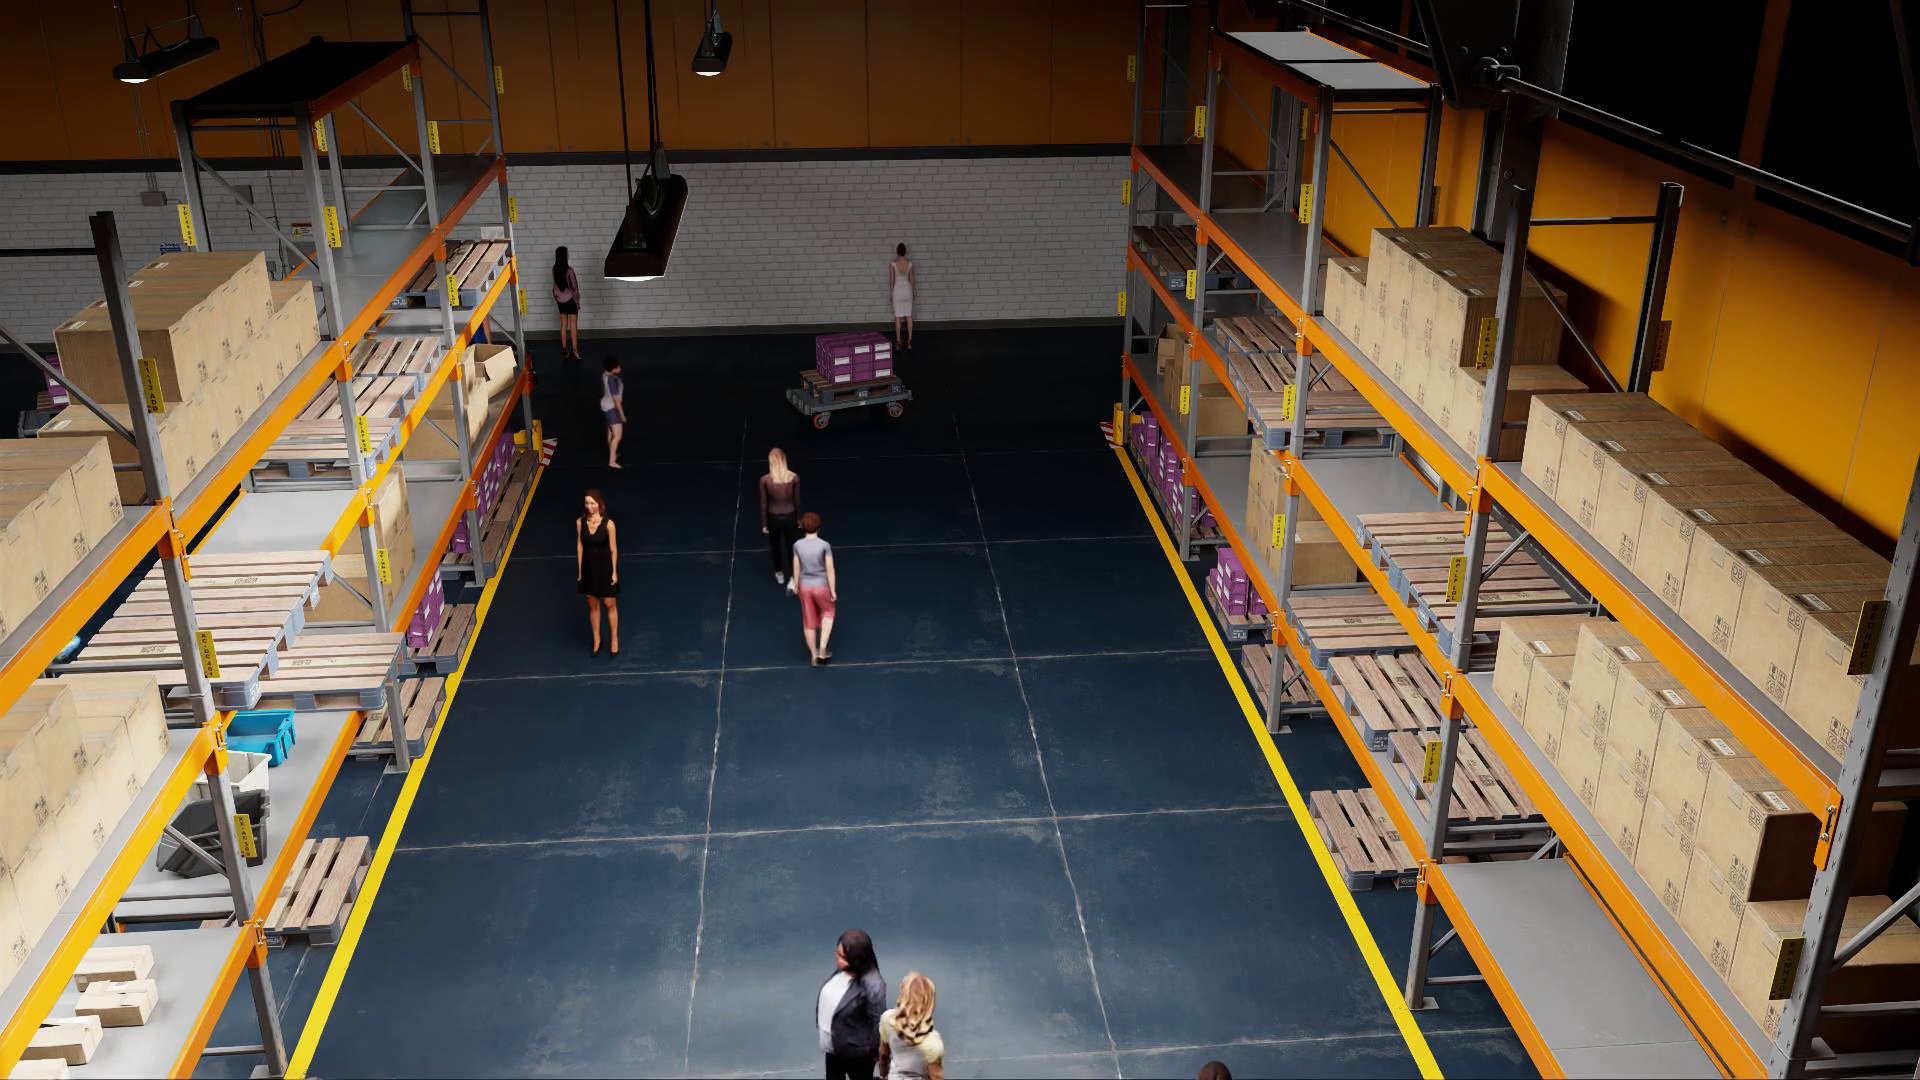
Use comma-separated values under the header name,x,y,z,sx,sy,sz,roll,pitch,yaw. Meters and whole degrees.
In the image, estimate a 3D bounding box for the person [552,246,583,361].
name,x,y,z,sx,sy,sz,roll,pitch,yaw
person,-6.220,-3.745,26.316,0.707,1.811,0.712,11,26,24

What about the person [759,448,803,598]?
name,x,y,z,sx,sy,sz,roll,pitch,yaw
person,-1.946,-0.178,18.321,0.682,1.679,1.086,-4,24,-10

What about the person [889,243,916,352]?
name,x,y,z,sx,sy,sz,roll,pitch,yaw
person,-0.925,-3.921,26.753,0.594,1.784,0.529,-5,24,-12

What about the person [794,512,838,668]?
name,x,y,z,sx,sy,sz,roll,pitch,yaw
person,-1.482,0.535,16.735,0.676,1.643,0.677,4,24,8

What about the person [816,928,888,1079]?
name,x,y,z,sx,sy,sz,roll,pitch,yaw
person,-0.617,3.181,10.768,0.984,1.575,0.994,-14,27,-29

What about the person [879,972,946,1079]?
name,x,y,z,sx,sy,sz,roll,pitch,yaw
person,-0.342,3.406,10.074,0.858,1.718,0.918,20,31,38

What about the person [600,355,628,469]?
name,x,y,z,sx,sy,sz,roll,pitch,yaw
person,-4.642,-1.763,22.122,0.819,1.539,0.633,-20,30,-38

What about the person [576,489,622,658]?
name,x,y,z,sx,sy,sz,roll,pitch,yaw
person,-3.671,0.345,16.929,0.618,1.835,0.579,2,24,5
